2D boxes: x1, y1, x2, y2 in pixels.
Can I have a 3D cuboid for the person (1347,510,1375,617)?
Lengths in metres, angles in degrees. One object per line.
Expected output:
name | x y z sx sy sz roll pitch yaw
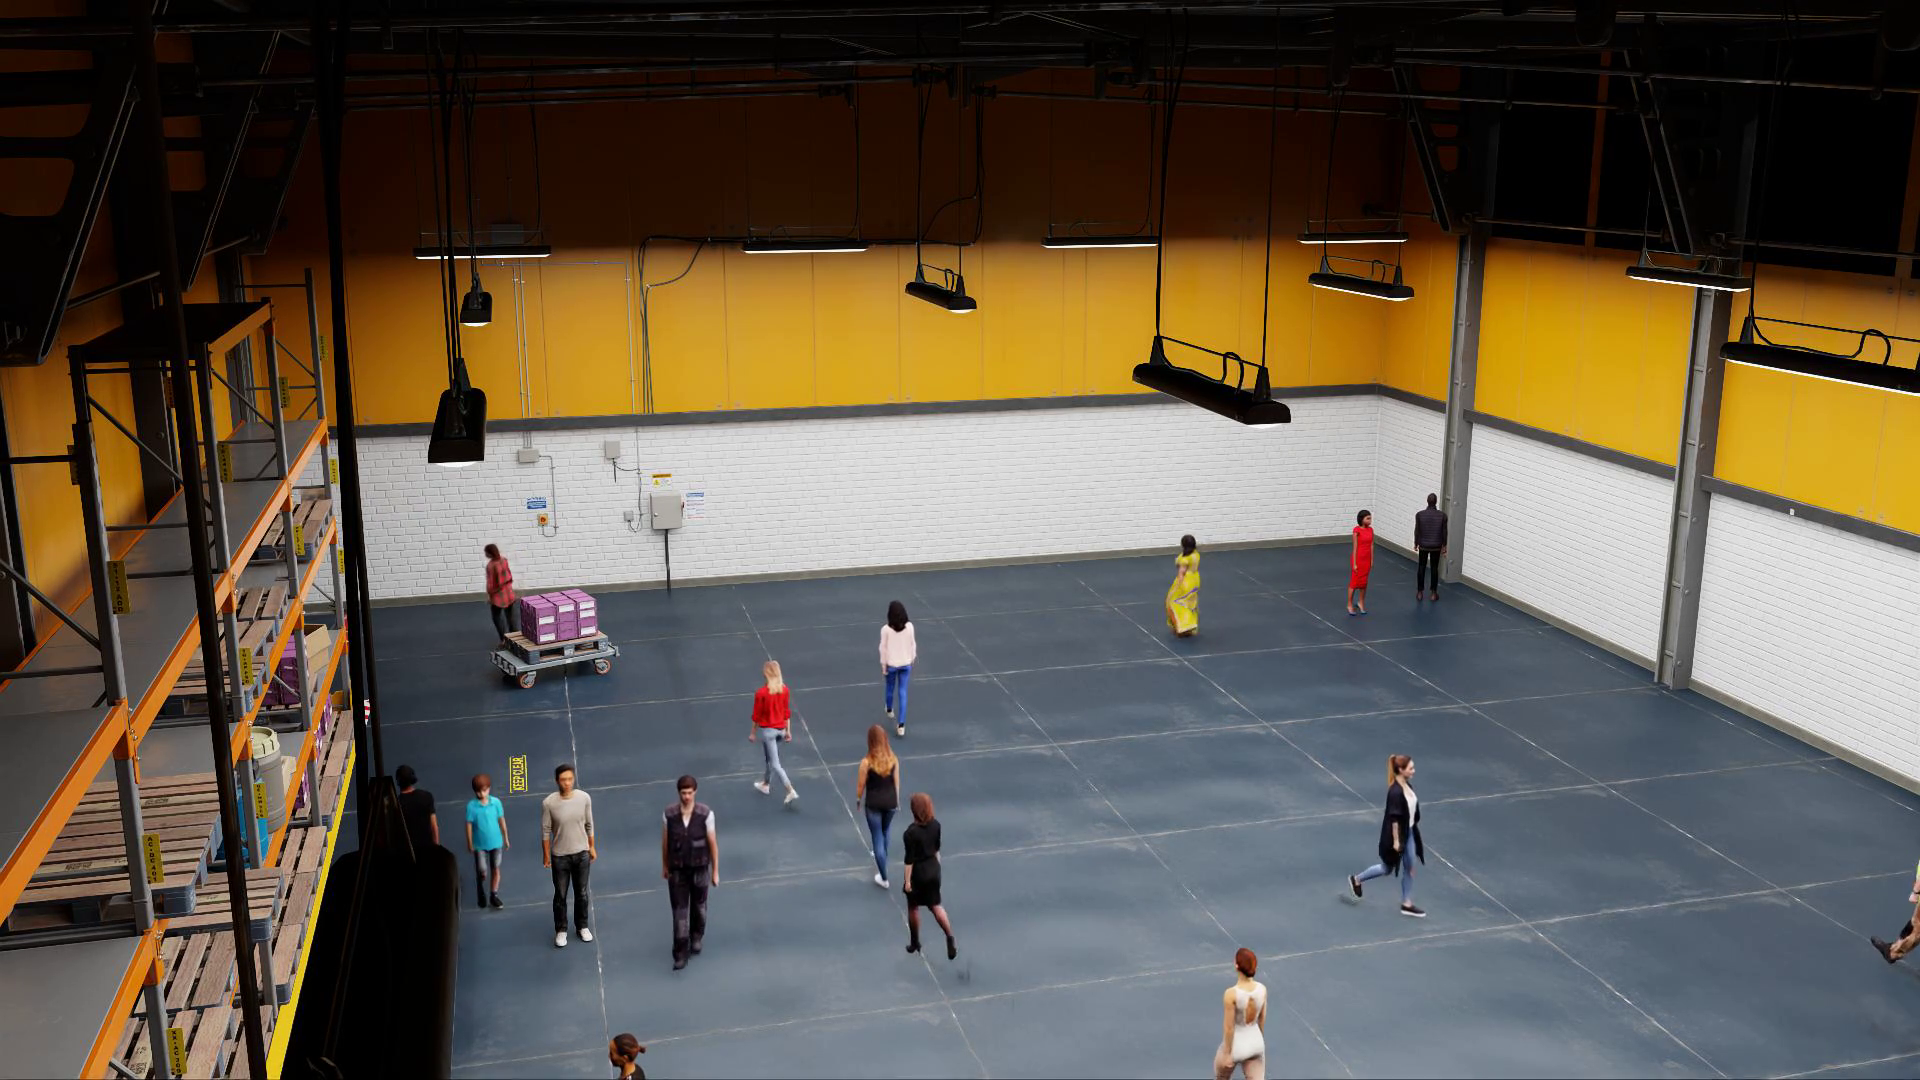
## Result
person | 6.527 0.357 27.107 0.611 1.741 0.570 -7 15 -26

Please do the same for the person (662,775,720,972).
person | -2.558 3.066 15.746 0.797 1.822 1.081 -1 14 -6

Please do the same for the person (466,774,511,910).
person | -4.794 3.015 16.773 0.615 1.439 0.643 -10 17 -36

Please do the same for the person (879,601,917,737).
person | -0.790 1.692 21.634 0.765 1.723 1.147 -1 14 -6

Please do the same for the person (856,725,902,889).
person | -0.793 2.780 17.201 0.707 1.694 0.968 -7 15 -26

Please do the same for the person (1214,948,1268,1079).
person | 2.198 3.931 12.640 0.633 1.603 1.033 -5 15 -21

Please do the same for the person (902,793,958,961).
person | -0.286 3.184 15.556 0.834 1.683 1.036 -11 18 -39

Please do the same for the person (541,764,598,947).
person | -3.764 3.003 16.030 0.698 1.811 0.586 -6 15 -23

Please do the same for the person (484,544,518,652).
person | -6.926 0.834 25.285 0.824 1.672 0.747 11 18 39

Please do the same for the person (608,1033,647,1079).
person | -2.241 4.175 11.498 0.662 1.667 0.478 -2 14 -9

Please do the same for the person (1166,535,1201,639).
person | 3.575 0.740 25.723 1.032 1.649 0.982 11 17 38

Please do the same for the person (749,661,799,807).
person | -2.134 2.275 19.336 0.975 1.670 1.210 -13 19 -43

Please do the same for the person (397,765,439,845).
person | -5.220 3.035 16.035 0.779 1.747 0.749 10 17 36

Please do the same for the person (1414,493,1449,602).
person | 7.893 0.107 27.938 0.777 1.836 0.783 5 14 18

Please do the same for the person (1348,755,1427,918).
person | 4.295 2.942 16.599 1.116 1.663 1.004 9 16 34
